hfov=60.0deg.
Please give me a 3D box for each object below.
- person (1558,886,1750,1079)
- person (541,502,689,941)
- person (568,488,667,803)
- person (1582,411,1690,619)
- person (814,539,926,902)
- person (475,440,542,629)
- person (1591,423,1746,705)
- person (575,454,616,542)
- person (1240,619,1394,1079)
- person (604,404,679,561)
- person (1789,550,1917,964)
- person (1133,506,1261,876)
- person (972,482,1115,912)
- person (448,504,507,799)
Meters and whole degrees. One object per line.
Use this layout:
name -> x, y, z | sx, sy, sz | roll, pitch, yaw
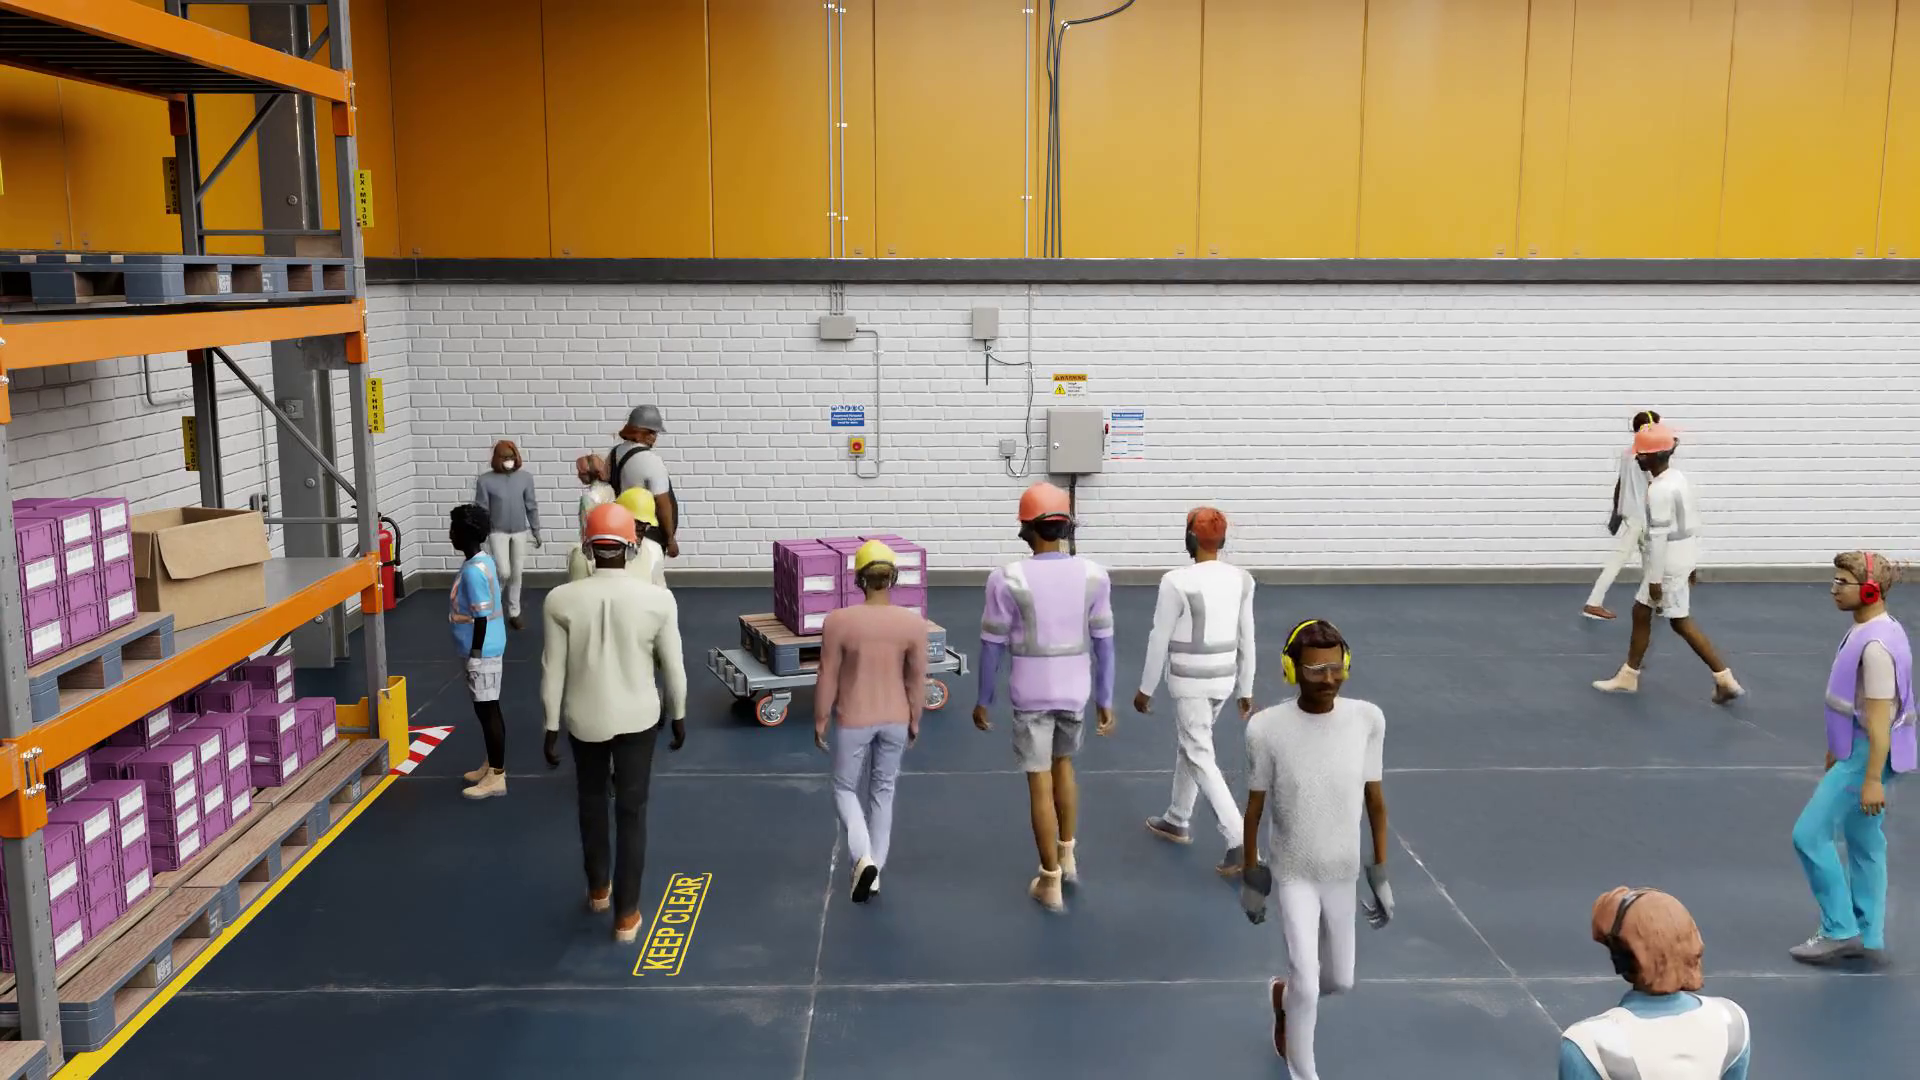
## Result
person -> 1.573, 1.599, 3.858 | 0.514, 1.638, 0.309 | -3, 10, -20
person -> -1.588, 0.798, 7.726 | 0.660, 1.964, 0.819 | -1, 9, -8
person -> -1.930, 0.596, 9.522 | 0.629, 1.794, 0.478 | -8, 12, -39
person -> 5.879, -0.206, 14.385 | 0.993, 1.818, 0.513 | 0, 9, 1
person -> -0.409, 0.881, 7.936 | 0.560, 1.736, 0.567 | -3, 10, -19
person -> -3.788, -0.037, 13.946 | 0.506, 1.616, 0.357 | -8, 12, -40
person -> 5.034, 0.167, 11.624 | 0.982, 1.986, 0.654 | 5, 10, 27
person -> -2.807, 0.138, 12.869 | 0.582, 1.612, 0.578 | 4, 10, 22
person -> 1.247, 1.167, 5.902 | 0.519, 1.841, 0.785 | -2, 9, -10
person -> -2.546, -0.085, 12.945 | 0.885, 2.000, 0.684 | -8, 12, -40
person -> 3.846, 0.951, 7.225 | 0.546, 1.827, 0.607 | 5, 10, 26
person -> 1.258, 0.745, 8.465 | 0.577, 1.848, 0.937 | -7, 11, -35
person -> 0.396, 0.732, 7.992 | 0.625, 2.017, 0.665 | -4, 10, -21
person -> -2.777, 0.635, 9.582 | 0.317, 1.695, 0.540 | -2, 9, -13
